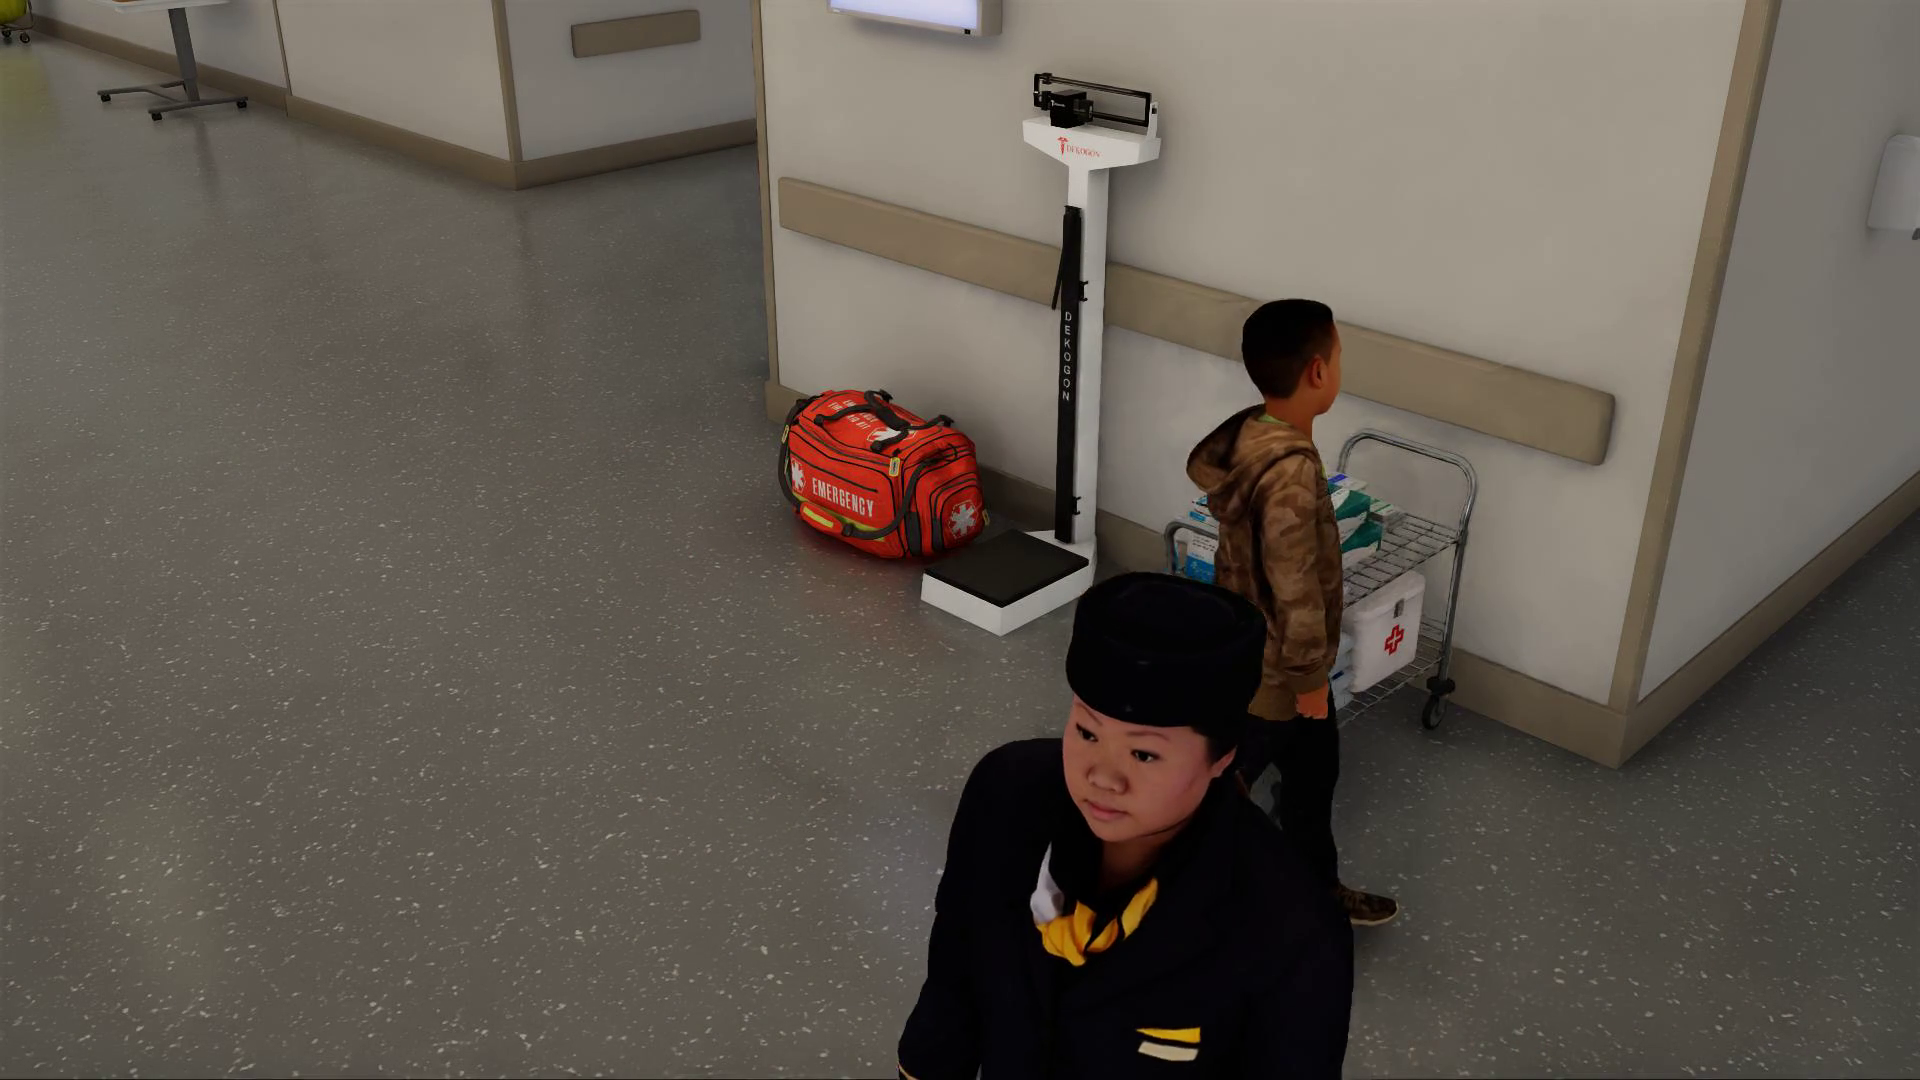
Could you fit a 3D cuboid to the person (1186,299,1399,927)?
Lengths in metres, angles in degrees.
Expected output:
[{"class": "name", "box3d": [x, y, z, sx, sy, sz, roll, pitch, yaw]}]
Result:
[{"class": "person", "box3d": [0.574, 0.227, 3.507, 1.049, 1.424, 0.938, 4, 26, 8]}]

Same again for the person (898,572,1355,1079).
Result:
[{"class": "person", "box3d": [0.235, 0.782, 2.106, 0.749, 1.641, 0.977, -22, 33, -38]}]
